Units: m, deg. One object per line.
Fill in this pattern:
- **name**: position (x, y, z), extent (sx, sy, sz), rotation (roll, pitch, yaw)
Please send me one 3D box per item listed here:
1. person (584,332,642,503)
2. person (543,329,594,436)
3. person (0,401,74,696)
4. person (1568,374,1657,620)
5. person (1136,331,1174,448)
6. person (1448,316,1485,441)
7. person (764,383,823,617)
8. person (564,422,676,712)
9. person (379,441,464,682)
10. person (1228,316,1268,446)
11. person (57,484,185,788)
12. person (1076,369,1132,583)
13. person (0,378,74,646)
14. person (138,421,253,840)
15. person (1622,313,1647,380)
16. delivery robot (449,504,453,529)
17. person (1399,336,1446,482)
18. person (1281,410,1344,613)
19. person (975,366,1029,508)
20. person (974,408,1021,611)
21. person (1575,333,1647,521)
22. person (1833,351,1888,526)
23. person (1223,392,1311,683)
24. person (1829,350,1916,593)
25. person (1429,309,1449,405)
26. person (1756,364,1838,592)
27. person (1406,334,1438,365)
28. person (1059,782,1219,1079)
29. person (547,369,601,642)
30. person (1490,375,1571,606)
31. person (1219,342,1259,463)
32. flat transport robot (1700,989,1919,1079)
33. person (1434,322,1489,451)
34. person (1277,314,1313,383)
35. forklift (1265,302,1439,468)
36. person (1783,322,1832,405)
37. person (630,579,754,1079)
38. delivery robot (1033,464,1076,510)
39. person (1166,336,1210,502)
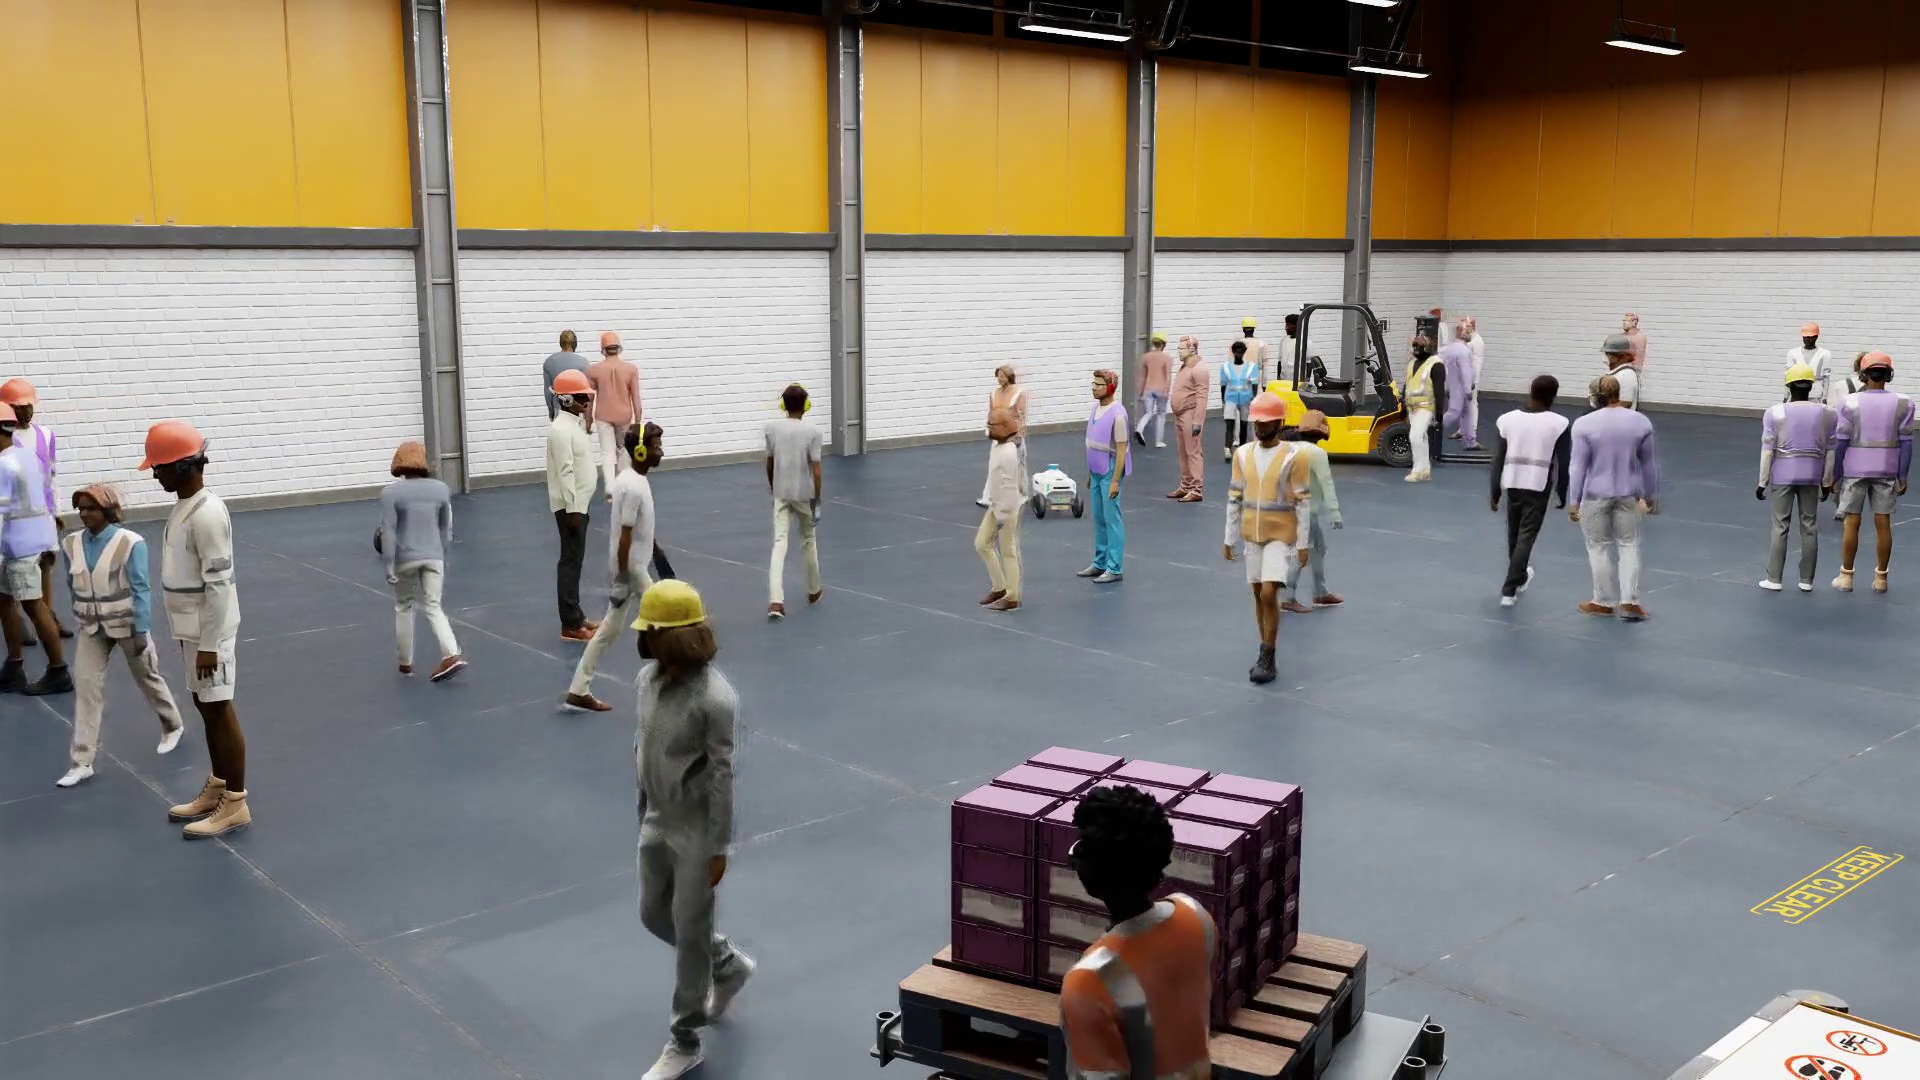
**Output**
- **person**: position (-4.006, -1.418, 19.184), extent (0.638, 1.950, 0.936), rotation (-3, 10, -17)
- **person**: position (-4.694, -1.562, 20.030), extent (0.637, 1.937, 0.357), rotation (3, 10, 19)
- **person**: position (-6.083, 0.061, 10.619), extent (0.735, 1.897, 0.696), rotation (-2, 10, -10)
- **person**: position (5.054, -0.318, 12.853), extent (0.716, 1.915, 0.495), rotation (-1, 10, -4)
- **person**: position (2.819, -2.183, 24.306), extent (0.529, 1.731, 0.685), rotation (6, 11, 31)
- **person**: position (7.719, -2.454, 25.369), extent (0.406, 1.902, 0.637), rotation (-1, 10, -4)
- **person**: position (-1.313, -0.322, 13.136), extent (0.490, 1.823, 1.023), rotation (1, 10, 8)
- **person**: position (-2.004, 0.183, 10.210), extent (0.974, 1.814, 0.520), rotation (-3, 10, -18)
- **person**: position (-3.566, 0.148, 11.018), extent (0.505, 1.592, 0.688), rotation (-7, 12, -35)
- **person**: position (4.253, -2.340, 24.628), extent (0.591, 1.923, 0.382), rotation (0, 10, -1)
- **person**: position (-4.629, 0.472, 9.131), extent (0.528, 1.595, 0.885), rotation (1, 10, 8)
- **person**: position (1.271, -0.556, 14.399), extent (0.389, 1.849, 0.565), rotation (-4, 10, -21)
- **person**: position (-6.774, -0.207, 12.097), extent (0.358, 1.937, 0.549), rotation (5, 11, 26)
- **person**: position (-3.711, 0.433, 8.077), extent (0.392, 2.033, 0.605), rotation (-6, 12, -33)
- **person**: position (10.682, -2.682, 26.665), extent (0.409, 1.913, 0.648), rotation (-1, 10, -8)
- **delivery robot**: position (-5.159, -0.203, 15.822), extent (0.477, 0.478, 0.707), rotation (4, 10, 19)
- **person**: position (5.673, -1.622, 20.708), extent (0.617, 1.823, 0.661), rotation (-3, 10, -19)
- **person**: position (2.838, -0.216, 13.150), extent (0.674, 1.613, 0.587), rotation (-1, 10, -5)
- **person**: position (0.518, -1.147, 18.598), extent (0.528, 1.591, 0.856), rotation (7, 12, 34)
- **person**: position (0.281, -0.234, 13.158), extent (0.425, 1.617, 0.522), rotation (-2, 10, -10)
- **person**: position (6.823, -1.165, 17.404), extent (0.651, 2.000, 0.700), rotation (3, 10, 17)
- **person**: position (9.389, -1.054, 17.377), extent (0.537, 1.824, 0.554), rotation (9, 13, 43)
- **person**: position (1.973, -0.010, 10.983), extent (0.570, 1.919, 0.650), rotation (8, 13, 40)
- **person**: position (7.613, -0.569, 13.938), extent (0.605, 2.034, 0.391), rotation (3, 10, 17)
- **person**: position (9.082, -3.464, 31.505), extent (1.028, 1.828, 0.646), rotation (9, 13, 42)
- **person**: position (7.001, -0.515, 13.955), extent (0.586, 1.920, 0.379), rotation (2, 10, 10)
- **person**: position (8.389, -3.195, 30.191), extent (0.542, 1.734, 0.853), rotation (3, 10, 16)
- **person**: position (0.468, 1.363, 3.658), extent (0.734, 1.673, 0.527), rotation (9, 13, 41)
- **person**: position (-2.829, -0.253, 12.201), extent (0.376, 1.995, 0.612), rotation (-1, 10, -8)
- **person**: position (4.674, -0.415, 13.592), extent (0.602, 1.845, 1.024), rotation (7, 12, 37)
- **person**: position (3.821, -1.895, 22.814), extent (0.536, 1.645, 0.869), rotation (2, 10, 9)
- **flat transport robot**: position (2.693, 1.795, 5.251), extent (1.431, 0.197, 0.652), rotation (-9, 13, -42)
- **person**: position (7.161, -2.202, 23.982), extent (0.933, 1.874, 0.647), rotation (1, 10, 8)
- **person**: position (4.983, -2.404, 24.882), extent (0.363, 1.962, 0.612), rotation (-9, 13, -42)
- **forklift**: position (5.320, -2.157, 22.763), extent (2.313, 2.155, 1.214), rotation (3, 10, 16)
- **person**: position (11.371, -1.960, 22.363), extent (0.552, 1.934, 0.373), rotation (6, 12, 33)
- **person**: position (-0.926, 0.977, 5.779), extent (0.511, 1.738, 0.534), rotation (8, 13, 41)
- **delivery robot**: position (1.022, -0.585, 18.077), extent (0.477, 0.478, 0.707), rotation (-2, 10, -10)
- **person**: position (2.610, -1.390, 19.117), extent (0.407, 1.905, 0.655), rotation (-2, 10, -13)
